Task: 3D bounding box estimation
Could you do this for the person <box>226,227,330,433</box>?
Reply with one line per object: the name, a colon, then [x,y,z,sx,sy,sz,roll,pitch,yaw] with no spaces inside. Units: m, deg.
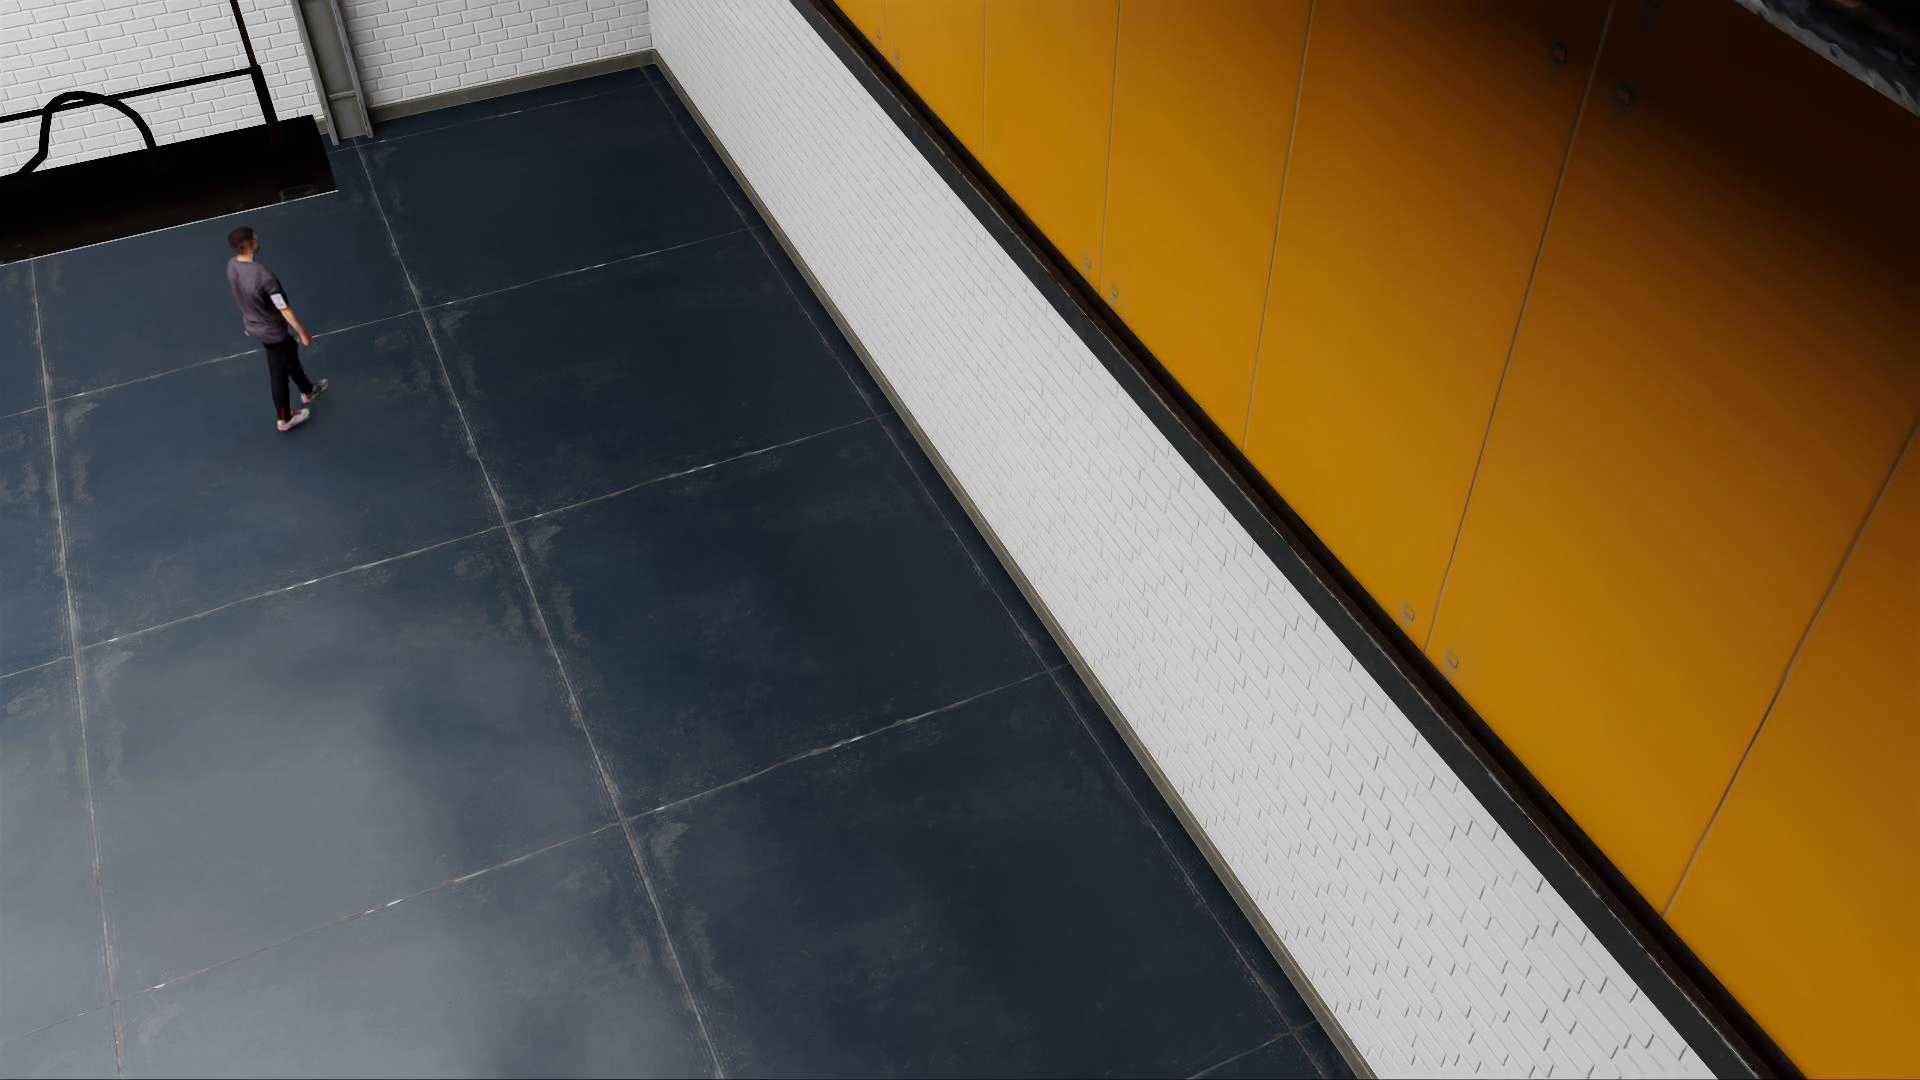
person: [-5.306,-1.553,12.621,0.891,1.746,0.980,26,49,24]
